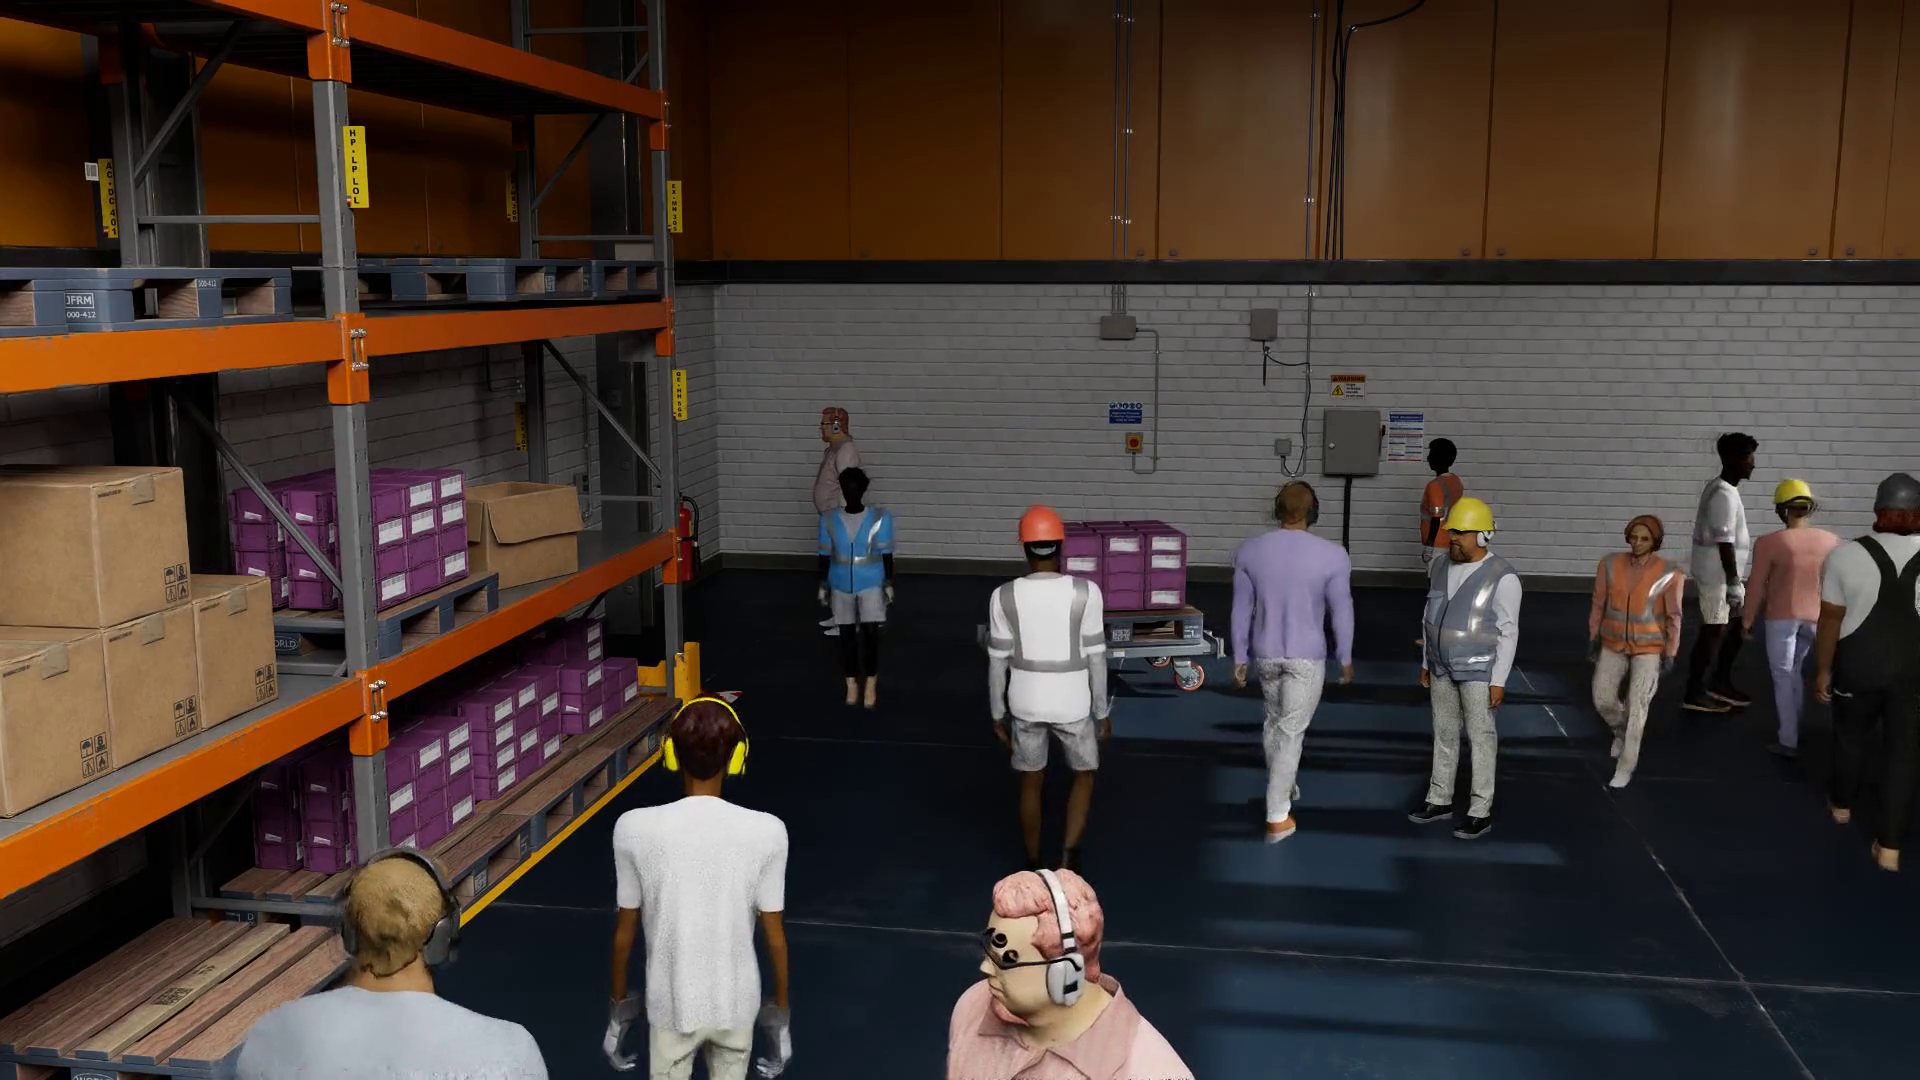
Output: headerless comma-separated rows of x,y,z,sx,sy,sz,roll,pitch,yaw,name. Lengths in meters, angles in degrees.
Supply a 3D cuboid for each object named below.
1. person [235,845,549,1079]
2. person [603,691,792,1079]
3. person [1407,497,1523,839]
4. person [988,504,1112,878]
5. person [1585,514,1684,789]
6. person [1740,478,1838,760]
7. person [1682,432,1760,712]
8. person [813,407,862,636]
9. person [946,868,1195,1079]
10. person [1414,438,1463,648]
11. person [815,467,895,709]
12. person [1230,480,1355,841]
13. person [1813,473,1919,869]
-1.106,1.551,3.307,0.658,1.921,0.710,2,9,11,person
-0.737,1.361,4.688,0.545,1.849,0.683,-2,9,-10,person
2.707,0.678,8.956,0.403,1.833,0.590,-6,11,-32,person
0.429,0.787,7.987,0.605,1.924,0.516,2,9,10,person
3.999,0.636,9.847,0.529,1.619,0.501,8,12,41,person
5.167,0.484,10.400,0.555,1.740,0.531,-1,9,-5,person
5.286,0.231,11.371,0.598,1.940,0.629,4,10,23,person
-1.022,-0.158,13.880,0.399,1.909,0.642,-1,9,-8,person
0.171,1.563,3.284,0.399,1.905,0.642,-9,13,-43,person
3.860,0.027,13.389,0.317,1.695,0.540,6,11,35,person
-0.739,0.338,11.484,0.552,1.682,0.496,1,9,8,person
1.841,0.623,9.061,0.628,1.902,0.885,6,11,33,person
4.866,0.613,8.713,0.708,2.000,0.988,4,10,25,person
